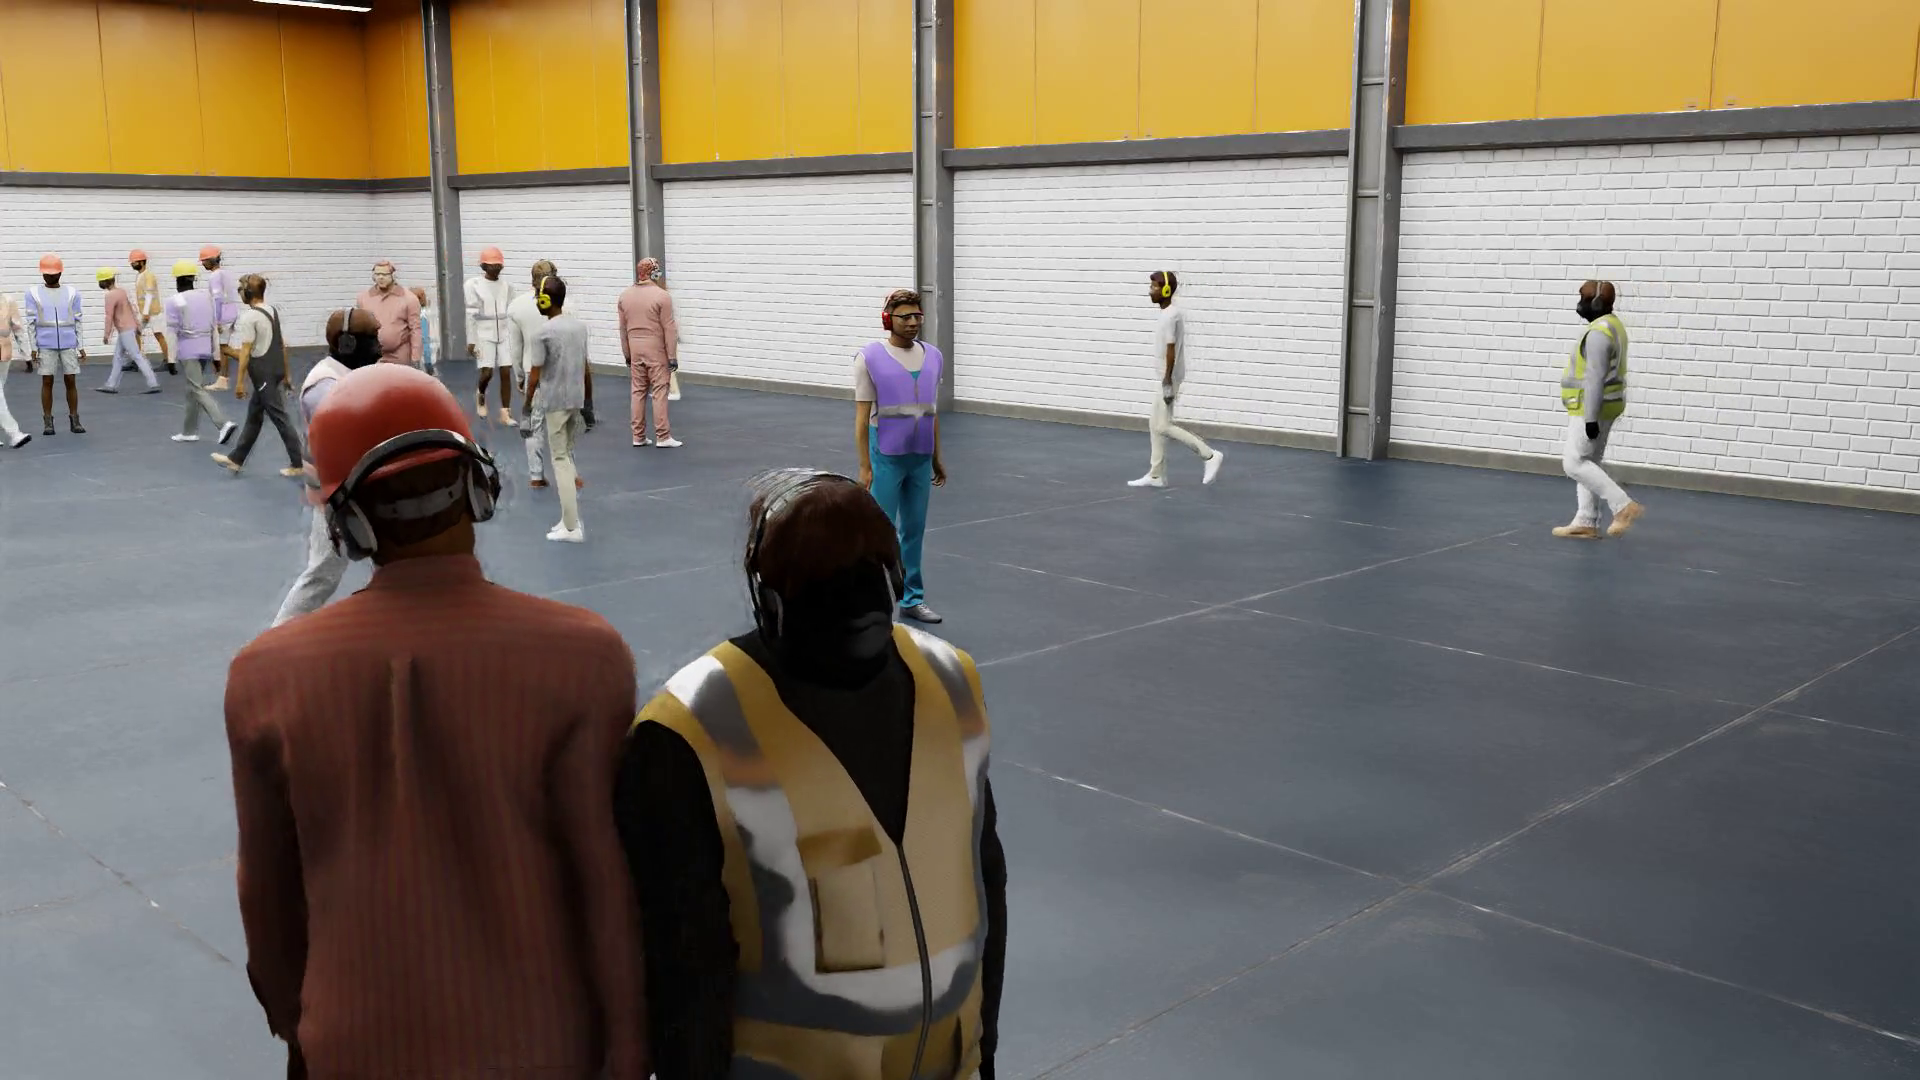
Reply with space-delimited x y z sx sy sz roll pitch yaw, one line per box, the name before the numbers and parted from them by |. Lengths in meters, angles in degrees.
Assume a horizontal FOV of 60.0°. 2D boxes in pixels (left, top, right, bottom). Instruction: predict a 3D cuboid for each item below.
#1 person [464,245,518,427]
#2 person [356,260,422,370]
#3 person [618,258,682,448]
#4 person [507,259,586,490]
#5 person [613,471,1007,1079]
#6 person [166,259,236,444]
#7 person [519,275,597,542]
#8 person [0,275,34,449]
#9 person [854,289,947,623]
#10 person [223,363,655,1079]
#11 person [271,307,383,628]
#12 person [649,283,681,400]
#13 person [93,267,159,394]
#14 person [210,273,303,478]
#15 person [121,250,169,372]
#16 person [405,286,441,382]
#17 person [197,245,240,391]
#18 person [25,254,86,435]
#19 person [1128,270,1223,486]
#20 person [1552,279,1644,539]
person | -5.224 -2.270 18.577 0.650 2.022 0.630 -8 13 -36
person | -5.684 -1.817 16.482 0.680 1.872 0.864 -1 10 -3
person | -3.101 -1.875 16.735 0.652 1.906 0.409 5 12 26
person | -3.445 -1.369 13.906 0.627 1.934 0.370 2 11 9
person | -0.212 0.781 2.504 0.637 1.818 0.574 -8 13 -38
person | -7.805 -1.921 17.025 0.886 1.900 0.594 4 11 21
person | -2.852 -0.904 11.571 0.535 1.854 0.570 6 12 29
person | -9.578 -1.838 16.590 0.958 1.876 0.616 5 12 27
person | -0.333 -0.436 9.060 0.570 1.840 0.373 -9 14 -40
person | -0.735 0.730 2.416 0.639 1.942 0.612 0 10 -2
person | -2.943 -0.201 7.909 0.923 1.807 0.626 0 10 2
person | -3.904 -2.603 21.531 0.597 1.592 0.570 4 11 20
person | -11.247 -2.789 22.269 0.915 1.689 0.533 -2 11 -11
person | -6.193 -1.433 14.616 0.977 1.794 0.538 1 10 4
person | -12.743 -3.546 25.876 0.568 1.901 0.886 8 13 39
person | -5.806 -1.911 17.800 0.895 1.588 0.515 -3 11 -16
person | -9.982 -3.031 22.795 0.803 2.006 0.665 -2 11 -9
person | -9.696 -2.094 17.869 0.542 1.928 0.374 -8 13 -36
person | 1.822 -1.342 13.997 0.715 1.850 0.525 1 10 6
person | 4.453 -0.890 11.565 0.548 1.832 0.627 6 12 30
